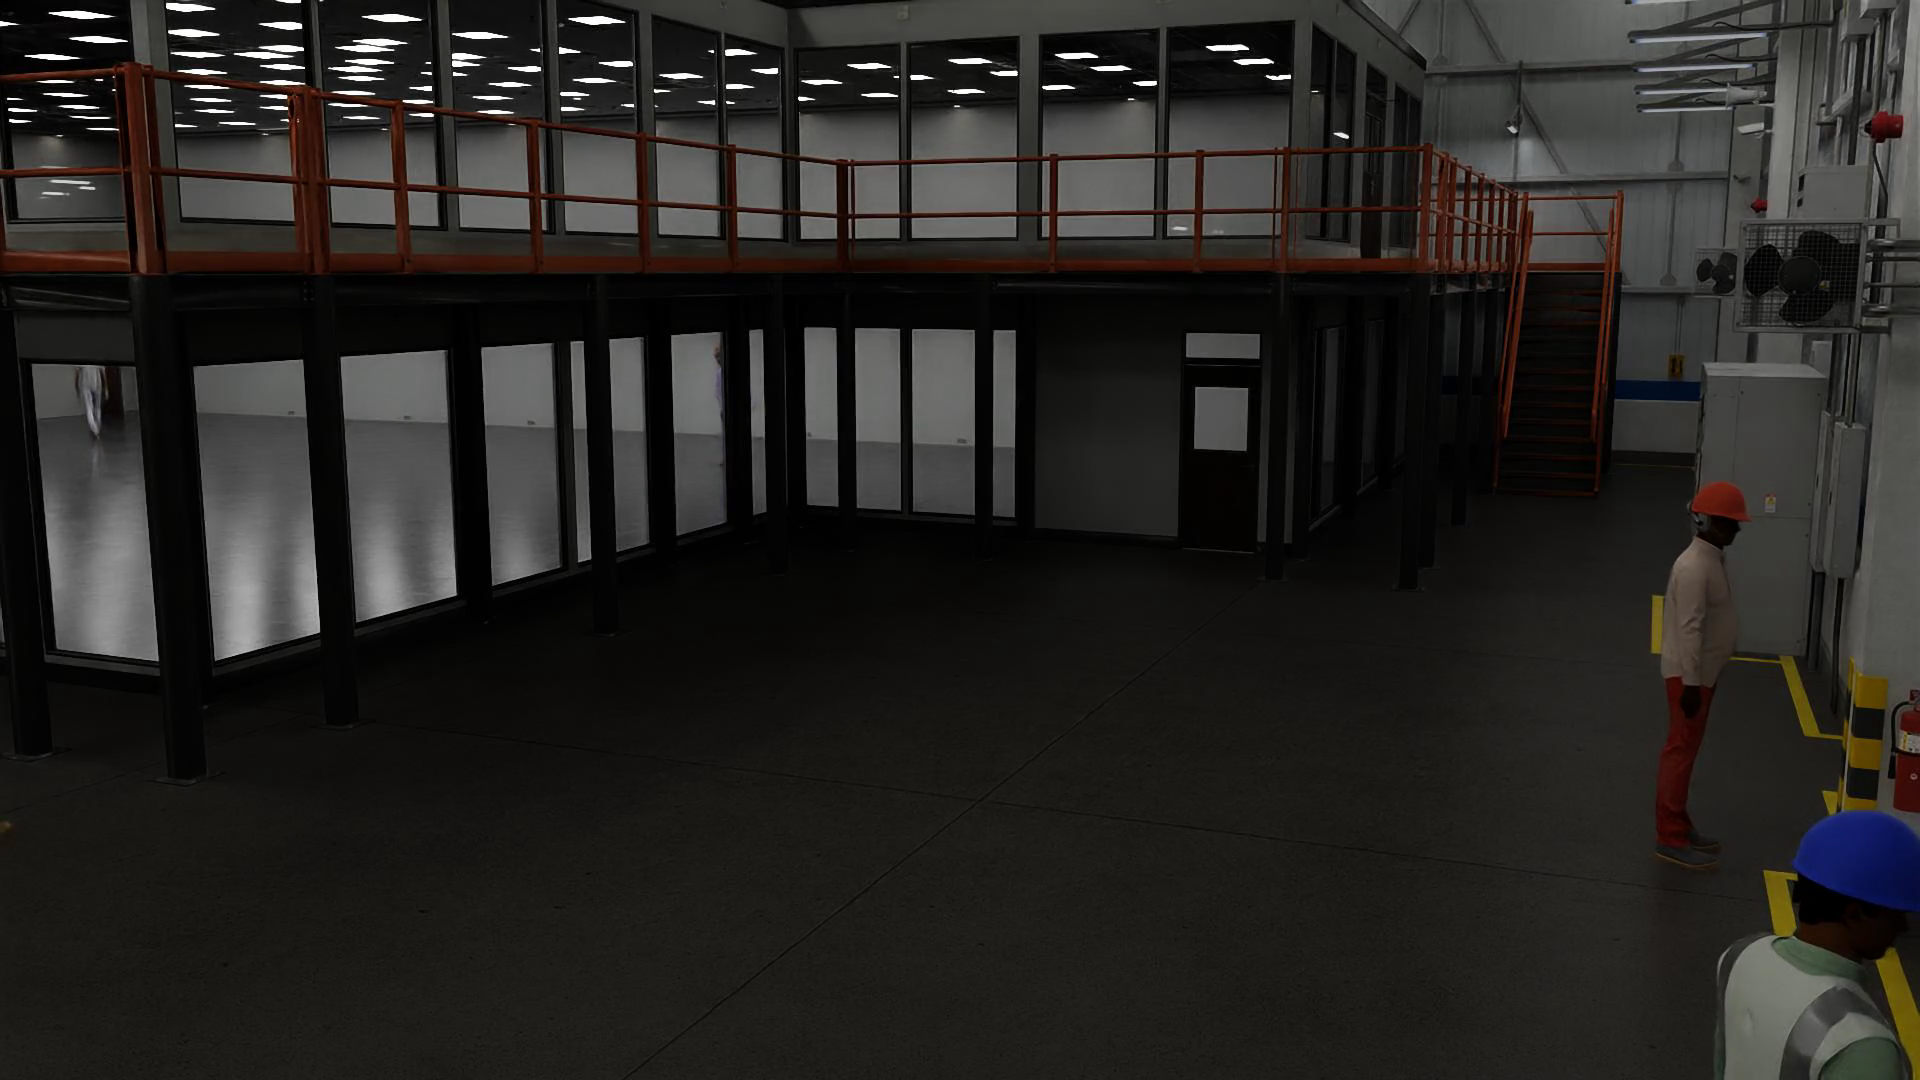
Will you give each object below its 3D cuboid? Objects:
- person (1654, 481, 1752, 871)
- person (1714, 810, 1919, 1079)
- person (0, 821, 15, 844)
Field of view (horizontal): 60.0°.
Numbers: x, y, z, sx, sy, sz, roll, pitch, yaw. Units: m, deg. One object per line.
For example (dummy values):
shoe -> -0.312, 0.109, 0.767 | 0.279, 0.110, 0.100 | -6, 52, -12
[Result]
person -> 3.824, 0.682, 8.596 | 0.392, 1.991, 0.612 | 5, 11, 30
person -> 1.831, 1.521, 3.587 | 0.402, 1.938, 0.604 | 0, 9, -1
person -> -5.435, 0.797, 8.468 | 0.958, 1.791, 0.641 | -4, 10, -25
